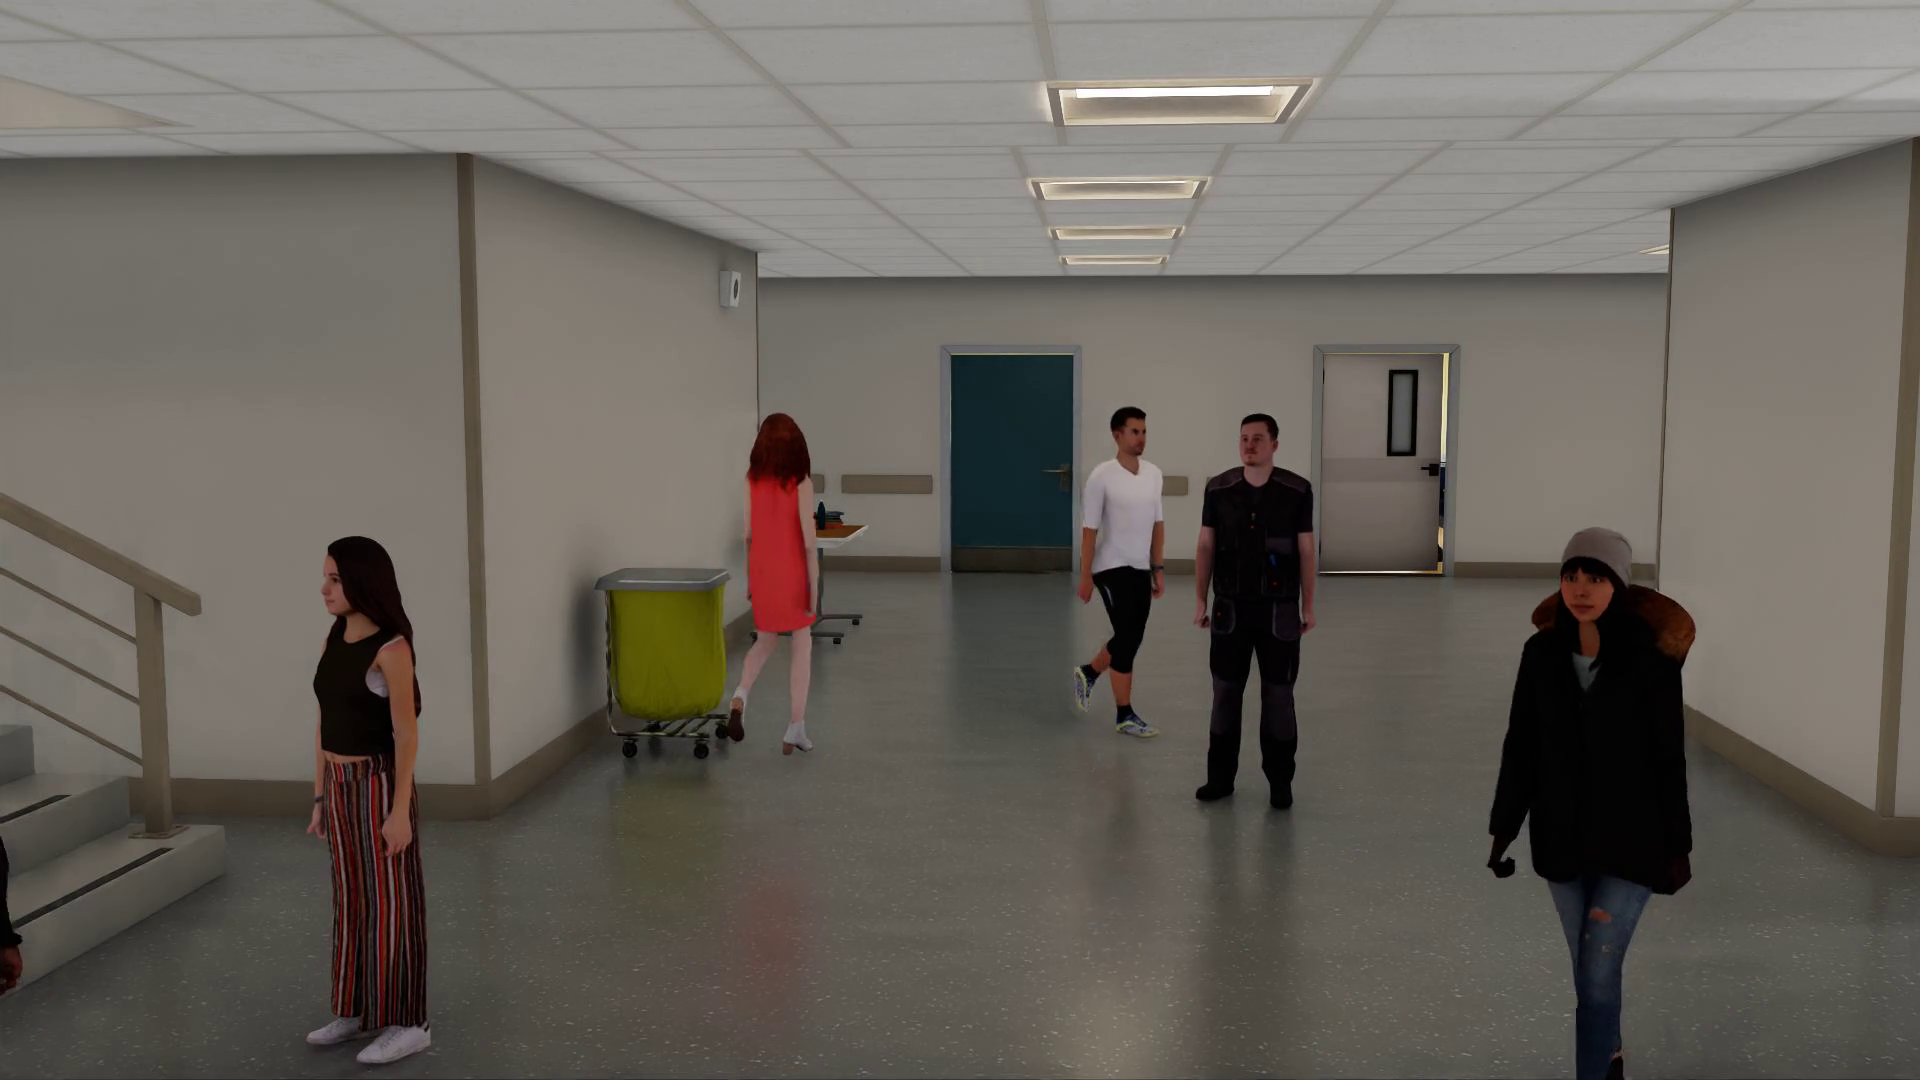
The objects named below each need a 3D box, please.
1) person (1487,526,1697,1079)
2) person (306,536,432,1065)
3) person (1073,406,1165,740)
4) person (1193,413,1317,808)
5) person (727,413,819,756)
[{"bbox_3d":[1.739,0.777,4.466,0.839,1.615,0.889,6,8,44],"label":"person"},{"bbox_3d":[-1.753,0.756,4.943,0.593,1.561,0.697,4,7,35],"label":"person"},{"bbox_3d":[0.868,0.176,9.397,1.100,1.824,1.130,-3,7,-31],"label":"person"},{"bbox_3d":[1.401,0.319,7.872,0.628,1.845,0.844,2,6,20],"label":"person"},{"bbox_3d":[-0.987,0.264,8.625,0.921,1.803,0.828,3,6,25],"label":"person"}]
